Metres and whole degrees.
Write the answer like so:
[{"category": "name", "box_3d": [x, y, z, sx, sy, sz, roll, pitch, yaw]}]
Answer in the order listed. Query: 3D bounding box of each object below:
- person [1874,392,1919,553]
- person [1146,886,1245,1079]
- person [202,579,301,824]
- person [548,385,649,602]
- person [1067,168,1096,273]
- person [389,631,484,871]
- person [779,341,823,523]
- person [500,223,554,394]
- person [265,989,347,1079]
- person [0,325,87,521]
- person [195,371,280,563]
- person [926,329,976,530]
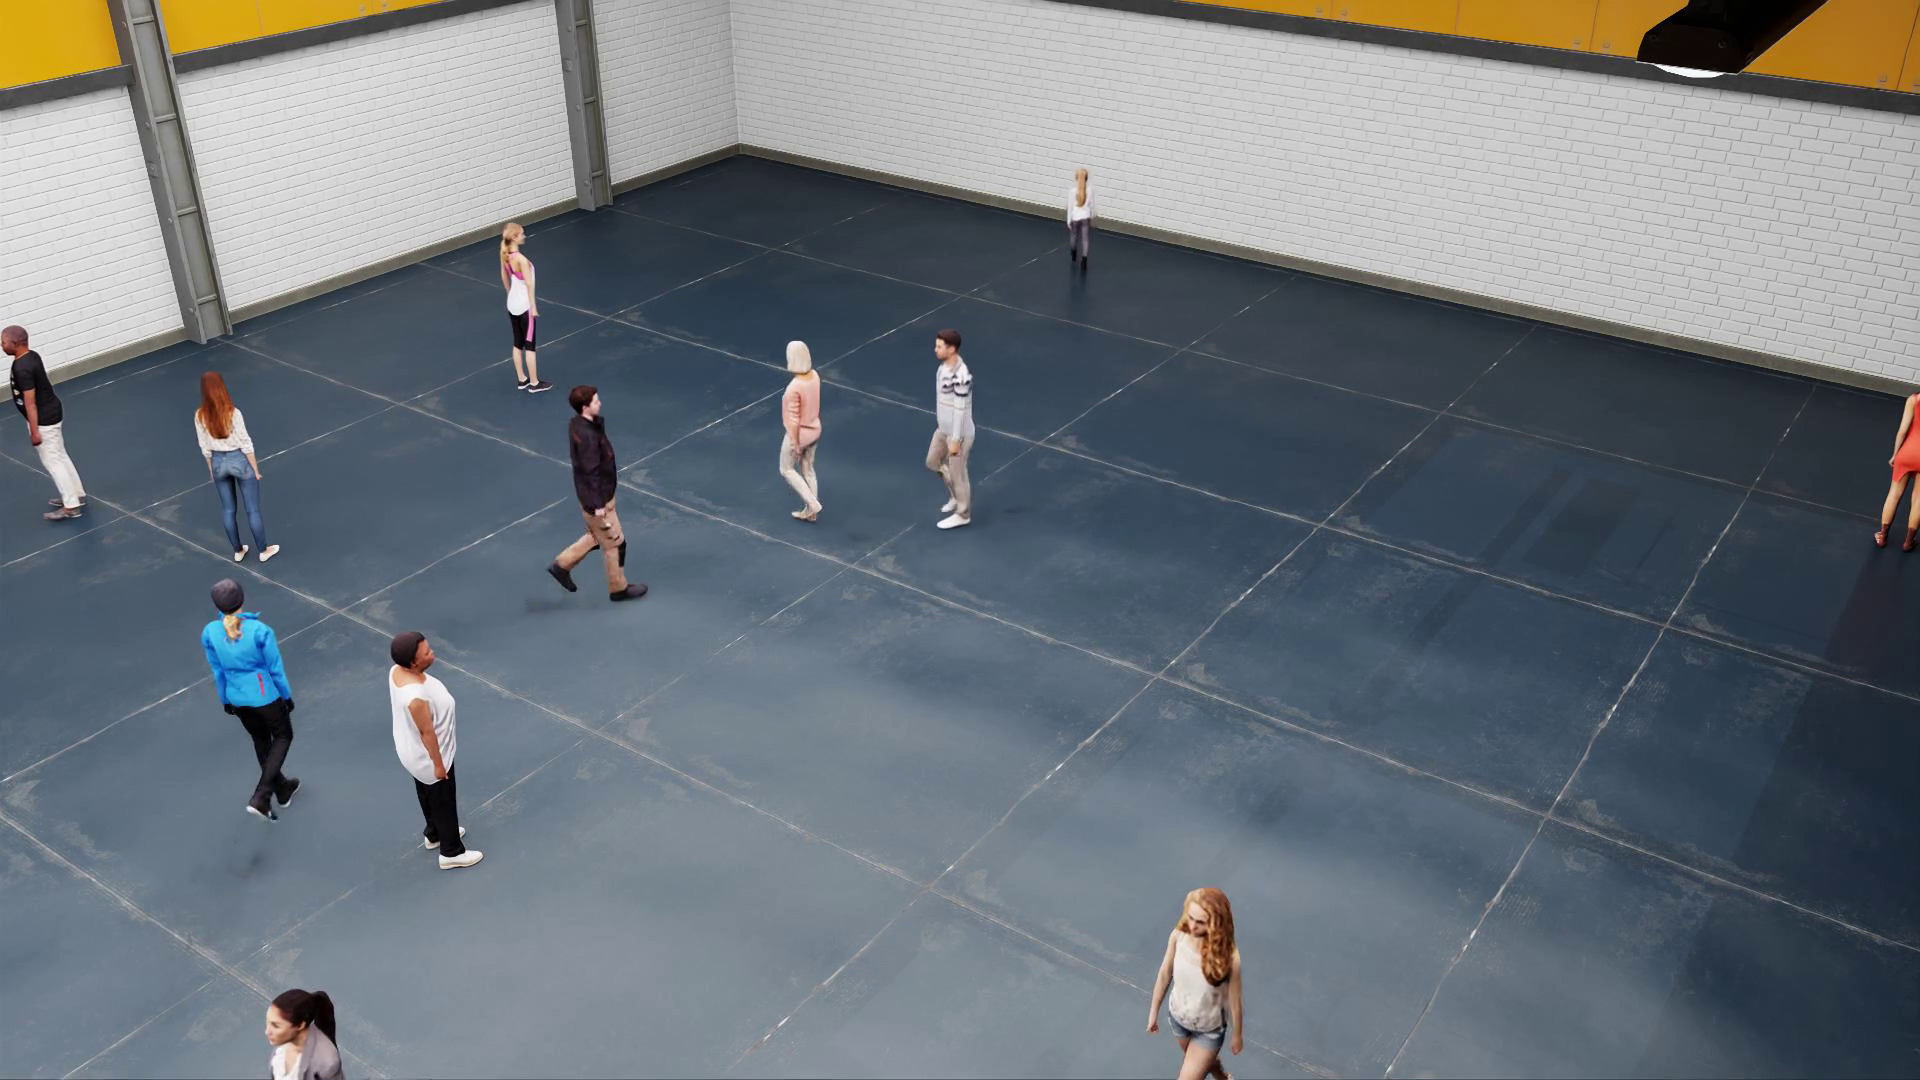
[{"category": "person", "box_3d": [8.170, -0.702, 14.162, 0.600, 1.719, 0.548, 15, 32, 26]}, {"category": "person", "box_3d": [1.260, 2.418, 8.449, 0.705, 1.713, 1.180, 24, 36, 36]}, {"category": "person", "box_3d": [-4.604, 1.088, 10.812, 0.898, 1.785, 1.034, 2, 29, 3]}, {"category": "person", "box_3d": [-2.979, -0.336, 13.292, 1.148, 1.909, 1.040, -9, 30, -16]}, {"category": "person", "box_3d": [1.504, -3.935, 20.576, 0.781, 1.252, 0.956, 2, 29, 3]}, {"category": "person", "box_3d": [-3.347, 1.306, 10.514, 0.735, 1.688, 0.740, -17, 33, -28]}, {"category": "person", "box_3d": [-1.311, -0.916, 14.560, 0.669, 1.714, 0.582, 16, 32, 27]}, {"category": "person", "box_3d": [-4.547, -2.402, 17.209, 0.618, 1.786, 0.536, 23, 36, 35]}, {"category": "person", "box_3d": [-2.948, 2.747, 7.946, 1.190, 1.617, 0.781, -25, 37, -37]}, {"category": "person", "box_3d": [-8.100, -1.051, 14.715, 0.772, 1.803, 0.742, -11, 30, -19]}, {"category": "person", "box_3d": [-6.126, -0.616, 13.994, 0.654, 1.729, 0.679, 0, 29, 1]}, {"category": "person", "box_3d": [0.036, -0.976, 14.531, 0.838, 1.846, 0.804, -9, 30, -16]}]
